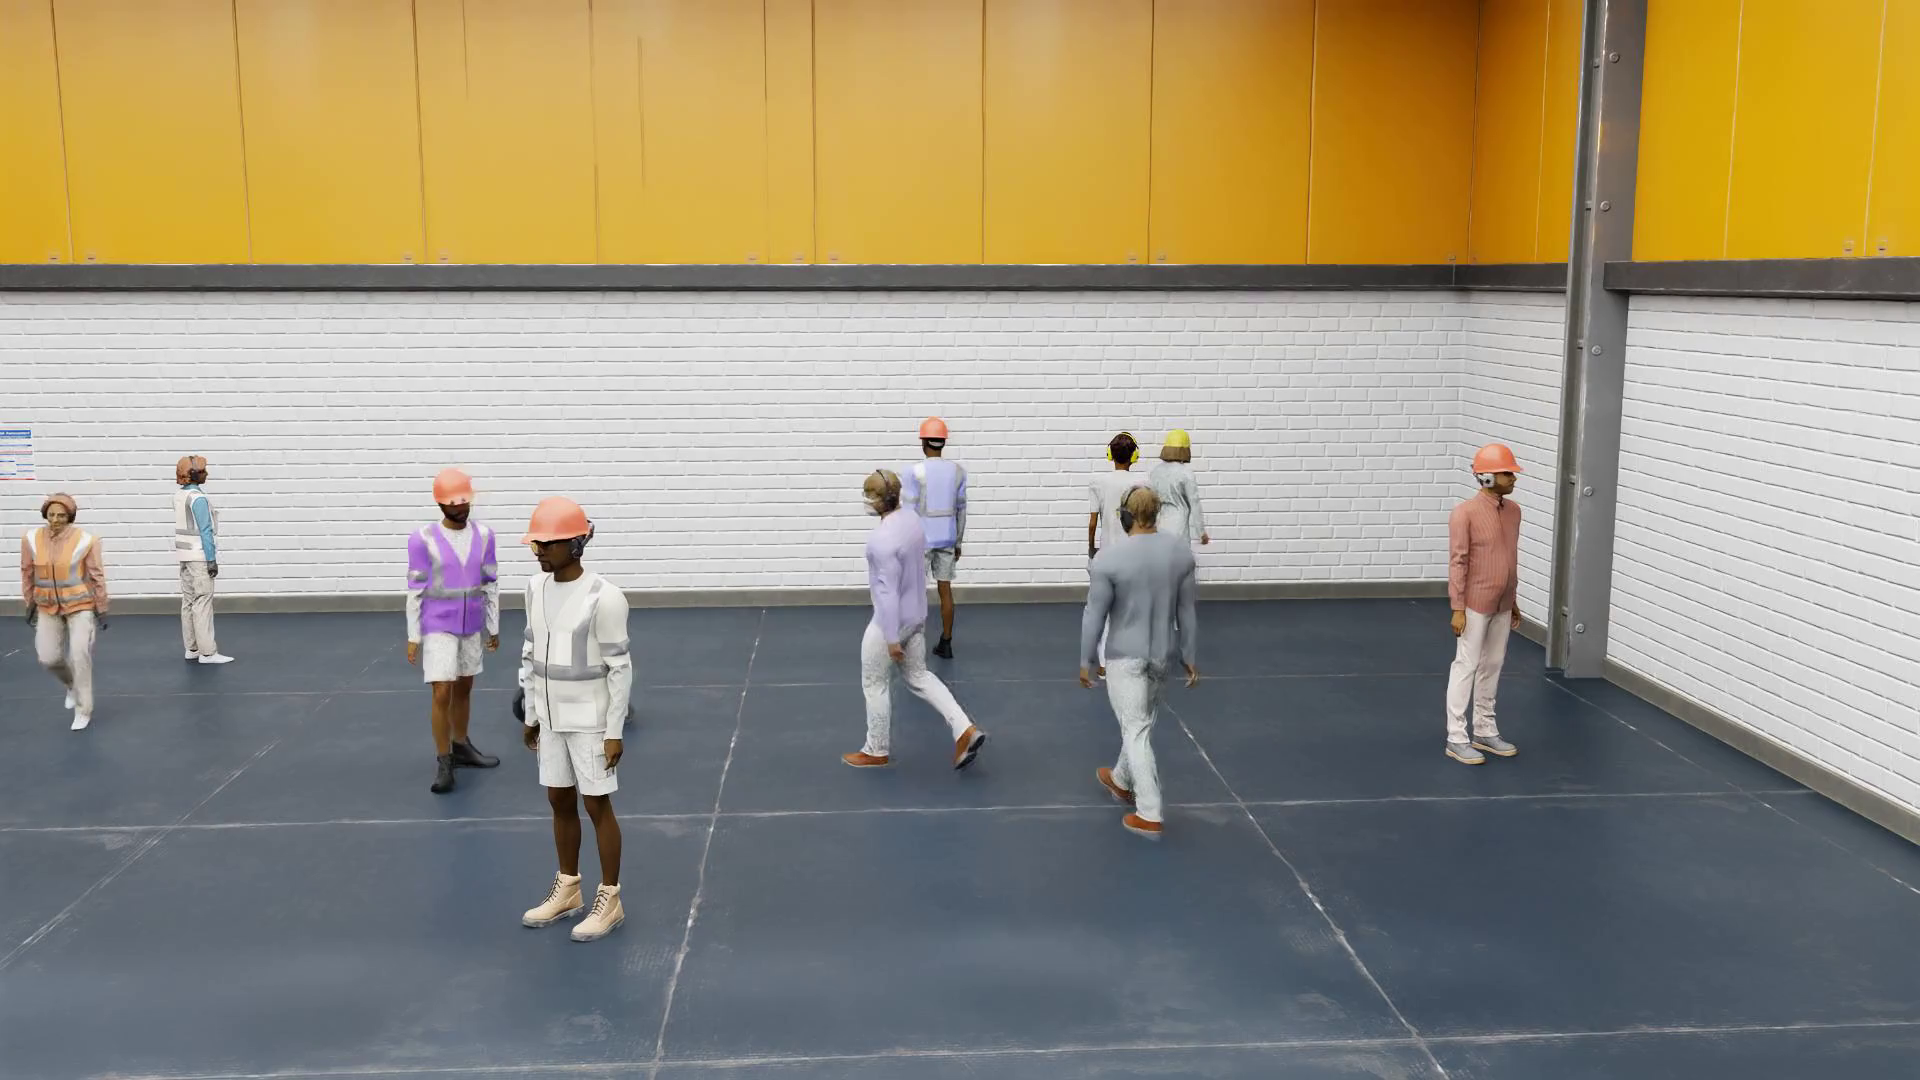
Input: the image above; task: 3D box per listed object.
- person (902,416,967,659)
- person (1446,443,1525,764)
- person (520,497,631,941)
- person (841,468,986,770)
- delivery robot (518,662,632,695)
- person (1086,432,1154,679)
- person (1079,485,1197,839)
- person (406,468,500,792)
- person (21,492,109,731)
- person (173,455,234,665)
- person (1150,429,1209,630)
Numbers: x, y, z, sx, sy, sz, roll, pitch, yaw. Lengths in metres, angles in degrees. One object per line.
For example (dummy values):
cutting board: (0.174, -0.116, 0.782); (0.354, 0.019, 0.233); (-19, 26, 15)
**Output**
person: (-0.226, -0.003, 13.086); (0.578, 1.933, 0.384); (-4, 10, -26)
person: (3.293, 0.390, 10.404); (0.622, 1.995, 0.378); (-6, 11, -34)
person: (-1.788, 0.814, 7.601); (0.614, 2.041, 0.390); (6, 11, 33)
person: (-0.301, 0.500, 10.040); (0.852, 1.899, 0.657); (4, 10, 21)
delivery robot: (-2.576, 0.941, 11.163); (0.707, 0.478, 0.477); (-6, 11, -33)
person: (1.213, 0.121, 12.492); (0.532, 1.871, 0.321); (2, 9, 11)
person: (0.940, 0.632, 9.227); (0.652, 1.891, 0.925); (-4, 10, -26)
person: (-3.015, 0.515, 9.930); (0.541, 1.907, 0.596); (9, 13, 43)
person: (-5.968, 0.459, 11.153); (0.534, 1.611, 0.516); (-1, 9, -5)
person: (-5.952, 0.156, 12.989); (0.514, 1.641, 0.307); (9, 12, 43)
person: (1.847, -0.083, 14.197); (0.346, 1.737, 0.505); (-7, 11, -36)
